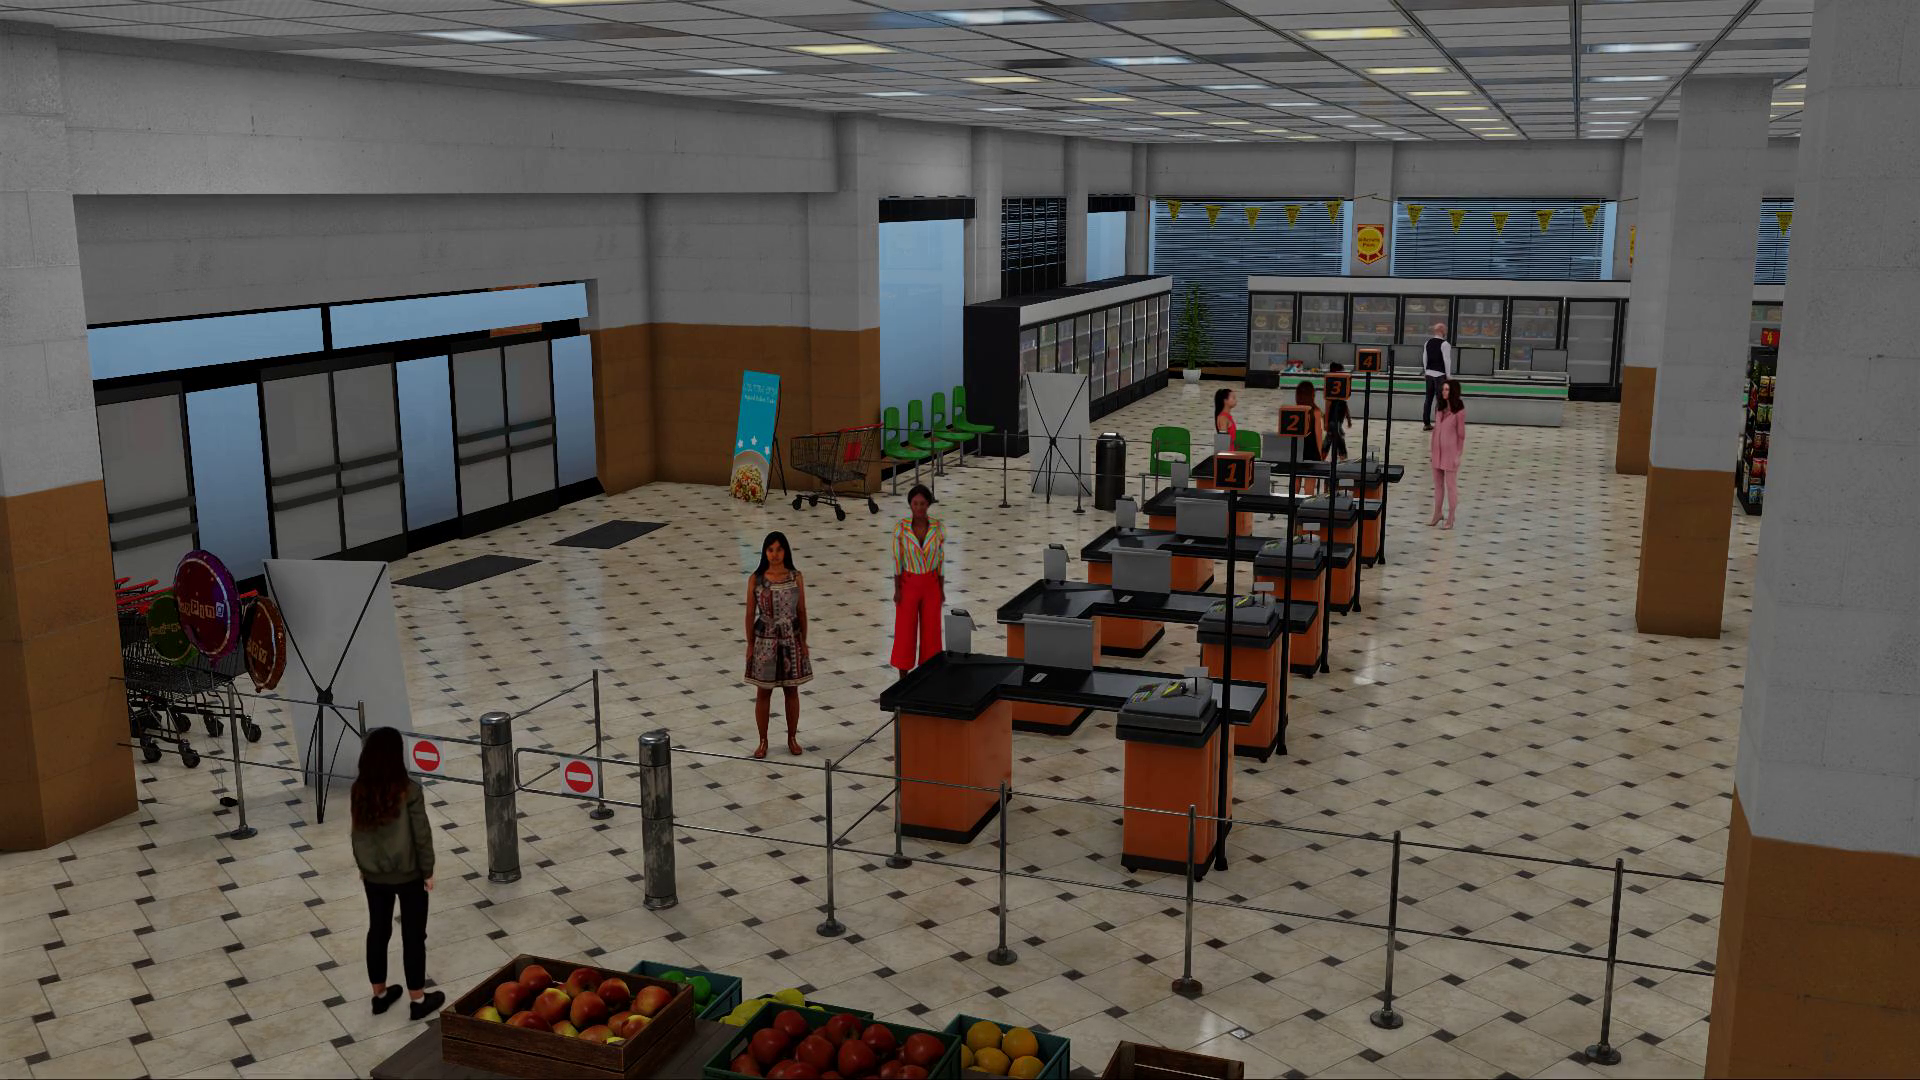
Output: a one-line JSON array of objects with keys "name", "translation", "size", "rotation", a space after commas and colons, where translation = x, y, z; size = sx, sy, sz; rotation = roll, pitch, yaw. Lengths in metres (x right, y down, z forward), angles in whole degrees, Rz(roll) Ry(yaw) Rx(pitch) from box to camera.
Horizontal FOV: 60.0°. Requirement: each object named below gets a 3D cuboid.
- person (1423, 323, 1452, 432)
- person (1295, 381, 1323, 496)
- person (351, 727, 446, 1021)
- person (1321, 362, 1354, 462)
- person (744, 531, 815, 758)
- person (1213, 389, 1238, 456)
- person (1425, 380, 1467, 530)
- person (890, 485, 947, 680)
[{"name": "person", "translation": [8.096, -2.766, 28.251], "size": [0.845, 1.826, 0.742], "rotation": [-8, 14, -35]}, {"name": "person", "translation": [4.068, -0.963, 19.663], "size": [0.505, 1.835, 0.668], "rotation": [6, 13, 28]}, {"name": "person", "translation": [-2.798, 1.635, 8.200], "size": [0.480, 1.476, 0.667], "rotation": [3, 12, 13]}, {"name": "person", "translation": [5.227, -1.683, 23.570], "size": [1.063, 1.636, 0.783], "rotation": [8, 15, 35]}, {"name": "person", "translation": [-1.315, 0.743, 12.025], "size": [0.663, 1.645, 0.785], "rotation": [-3, 12, -12]}, {"name": "person", "translation": [3.149, -0.954, 19.883], "size": [0.585, 1.727, 0.627], "rotation": [3, 12, 15]}, {"name": "person", "translation": [5.901, -1.041, 20.115], "size": [0.750, 1.802, 0.665], "rotation": [-7, 14, -30]}, {"name": "person", "translation": [-0.317, 0.447, 13.075], "size": [0.636, 1.792, 0.744], "rotation": [-2, 12, -10]}]
